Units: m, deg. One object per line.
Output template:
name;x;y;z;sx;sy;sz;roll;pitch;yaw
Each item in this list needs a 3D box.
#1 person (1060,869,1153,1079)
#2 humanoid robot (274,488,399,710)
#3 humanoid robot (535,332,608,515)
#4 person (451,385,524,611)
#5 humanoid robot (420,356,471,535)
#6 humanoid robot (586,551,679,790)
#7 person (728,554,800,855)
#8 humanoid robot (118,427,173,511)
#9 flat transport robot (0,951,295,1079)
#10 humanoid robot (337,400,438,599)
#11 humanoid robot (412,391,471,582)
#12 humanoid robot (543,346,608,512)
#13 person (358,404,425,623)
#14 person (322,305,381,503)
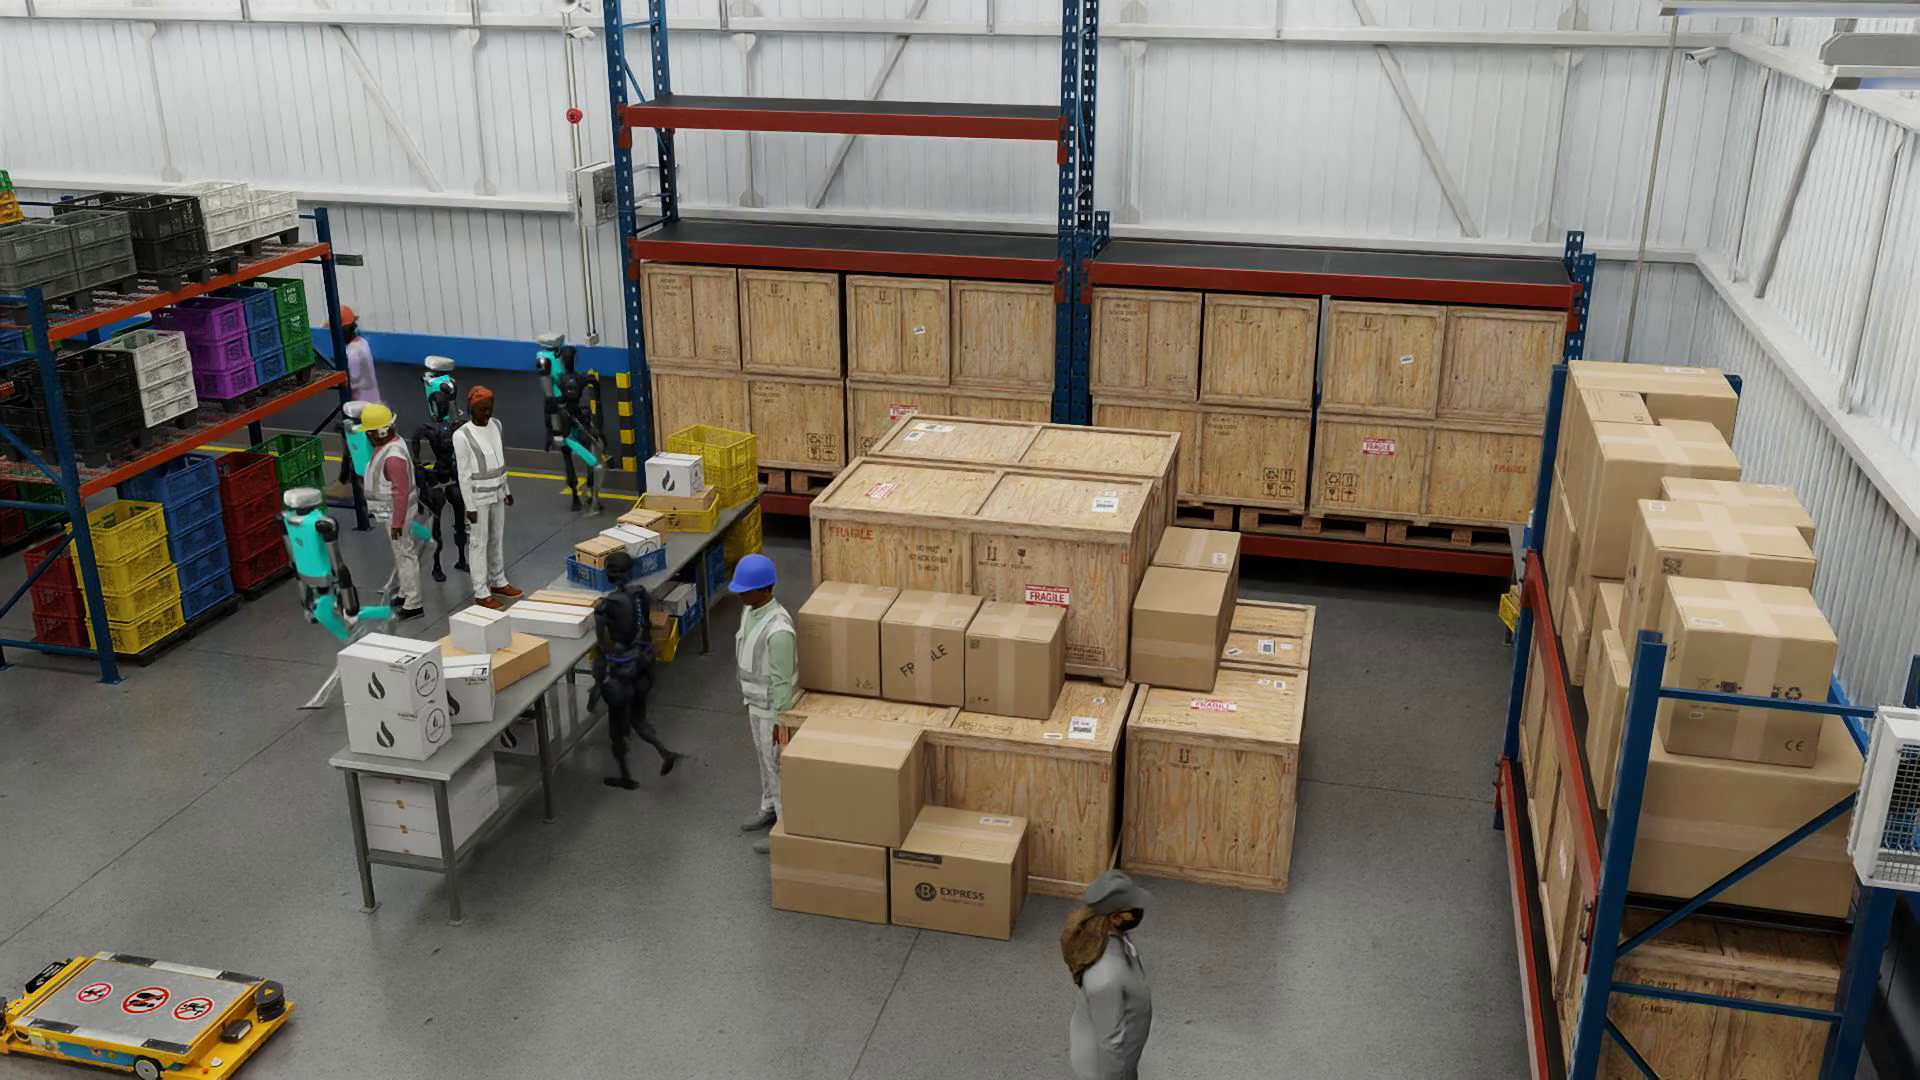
person;0.617;2.208;7.166;0.399;1.768;0.560;1;21;2
humanoid robot;-4.435;0.394;11.976;0.559;1.732;1.030;10;23;25
humanoid robot;-3.588;-1.095;15.887;0.796;1.795;0.531;1;21;2
person;-3.898;-0.352;13.702;0.354;1.886;0.572;7;22;18
humanoid robot;-4.450;-0.900;15.150;0.735;1.681;0.533;-17;27;-37
humanoid robot;-2.131;0.875;10.796;0.500;1.647;0.614;10;23;25
person;-1.180;0.981;10.146;0.413;1.939;0.608;-9;23;-22
humanoid robot;-7.414;-0.753;15.069;0.590;1.645;0.412;4;21;9
flat transport robot;-4.270;2.464;8.601;1.431;0.231;0.659;5;22;13
humanoid robot;-4.702;-0.367;13.868;0.544;1.737;0.711;15;26;34
humanoid robot;-4.415;-0.482;14.315;0.599;1.655;0.315;-18;27;-38
humanoid robot;-3.670;-1.063;15.861;0.586;1.636;0.396;-5;21;-12
person;-4.594;-0.229;13.467;0.404;1.822;0.586;-9;23;-21
person;-5.863;-1.254;15.897;0.994;1.994;0.610;-5;21;-13
